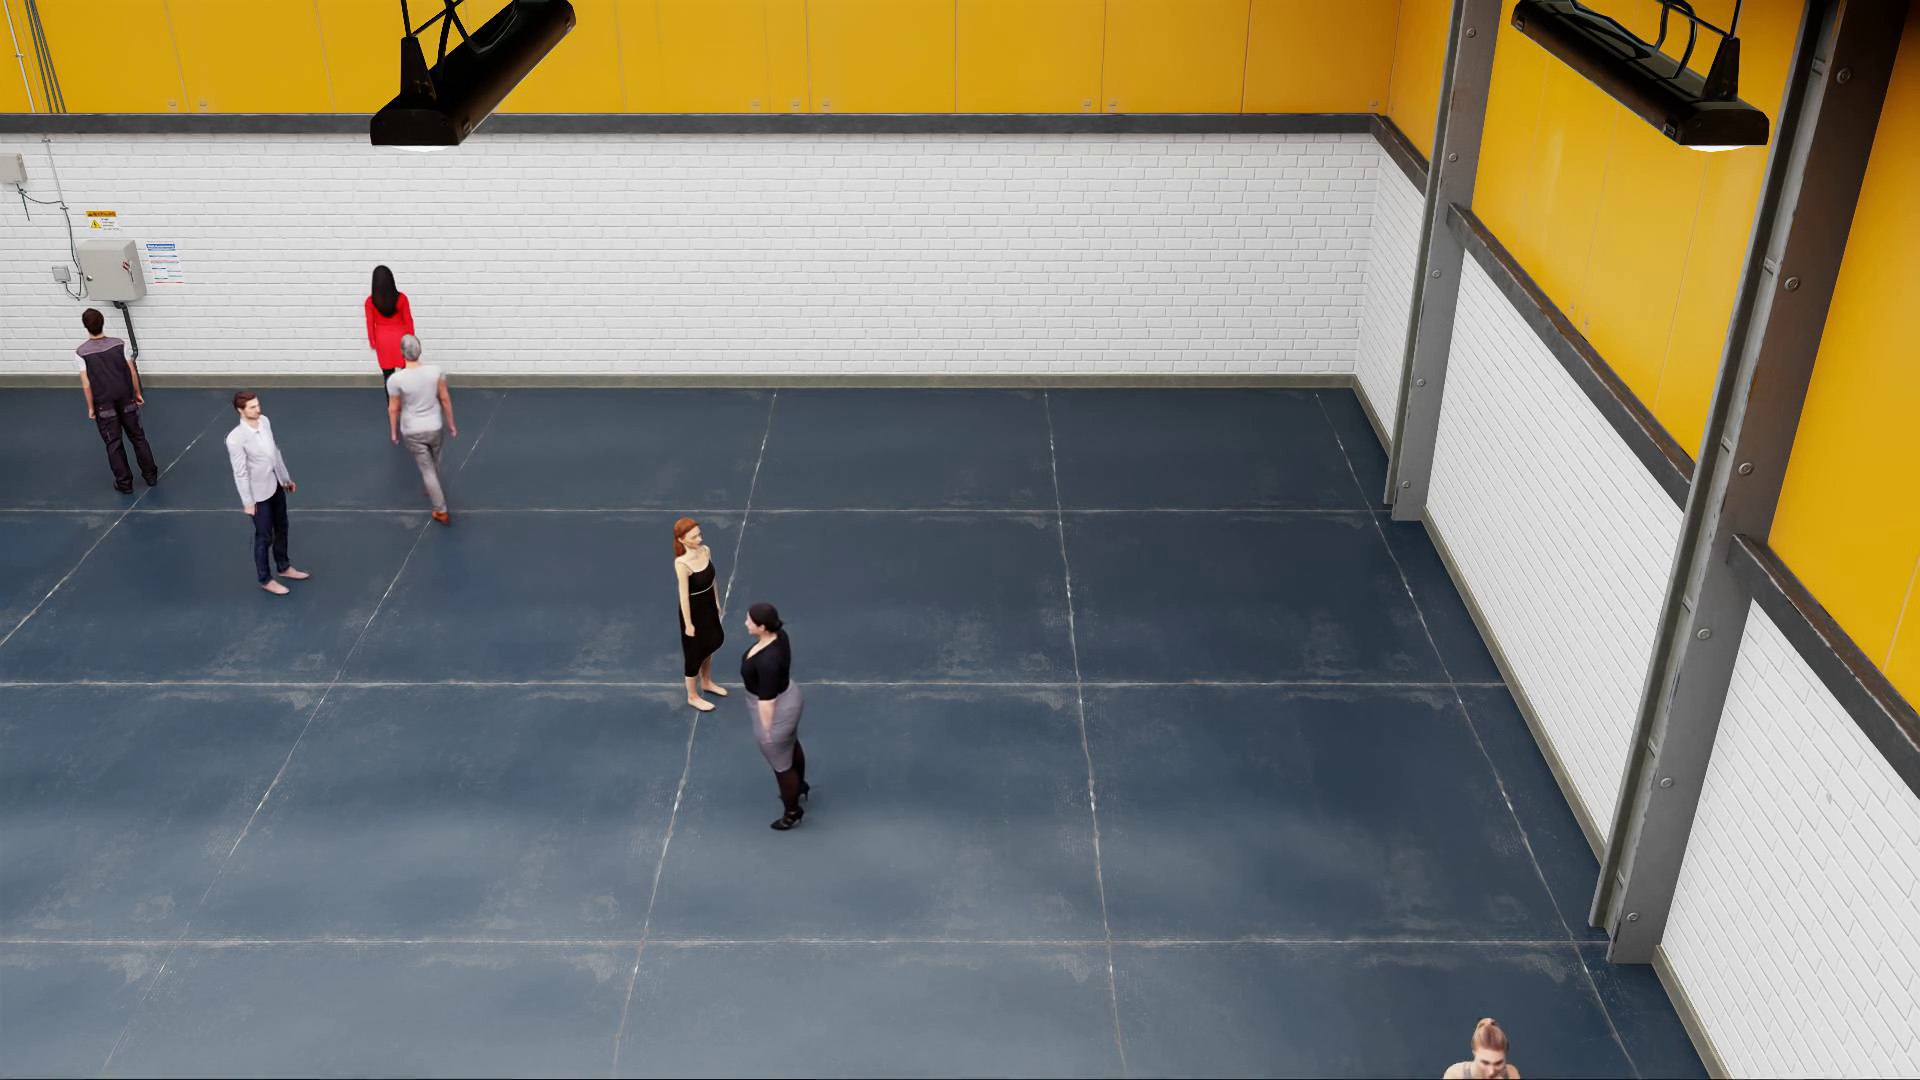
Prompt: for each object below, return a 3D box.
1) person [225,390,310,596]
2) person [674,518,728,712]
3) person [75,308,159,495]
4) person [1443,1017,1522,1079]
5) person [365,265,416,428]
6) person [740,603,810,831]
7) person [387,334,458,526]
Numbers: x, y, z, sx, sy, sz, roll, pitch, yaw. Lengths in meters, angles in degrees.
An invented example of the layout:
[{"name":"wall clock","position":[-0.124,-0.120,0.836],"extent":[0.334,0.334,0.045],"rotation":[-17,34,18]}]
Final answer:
[{"name":"person","position":[-6.042,-0.453,14.368],"extent":[0.802,1.846,0.611],"rotation":[7,29,13]},{"name":"person","position":[-2.018,0.550,12.764],"extent":[0.721,1.621,0.631],"rotation":[13,31,23]},{"name":"person","position":[-8.141,-1.344,15.999],"extent":[0.749,1.848,0.798],"rotation":[-23,36,-36]},{"name":"person","position":[2.499,2.970,8.276],"extent":[0.613,1.670,0.971],"rotation":[1,29,3]},{"name":"person","position":[-5.904,-2.025,17.352],"extent":[0.715,1.748,0.726],"rotation":[-12,31,-21]},{"name":"person","position":[-1.243,1.191,11.453],"extent":[0.720,1.751,0.562],"rotation":[1,29,2]},{"name":"person","position":[-4.926,-0.981,15.387],"extent":[1.082,1.797,1.196],"rotation":[-20,34,-32]}]
